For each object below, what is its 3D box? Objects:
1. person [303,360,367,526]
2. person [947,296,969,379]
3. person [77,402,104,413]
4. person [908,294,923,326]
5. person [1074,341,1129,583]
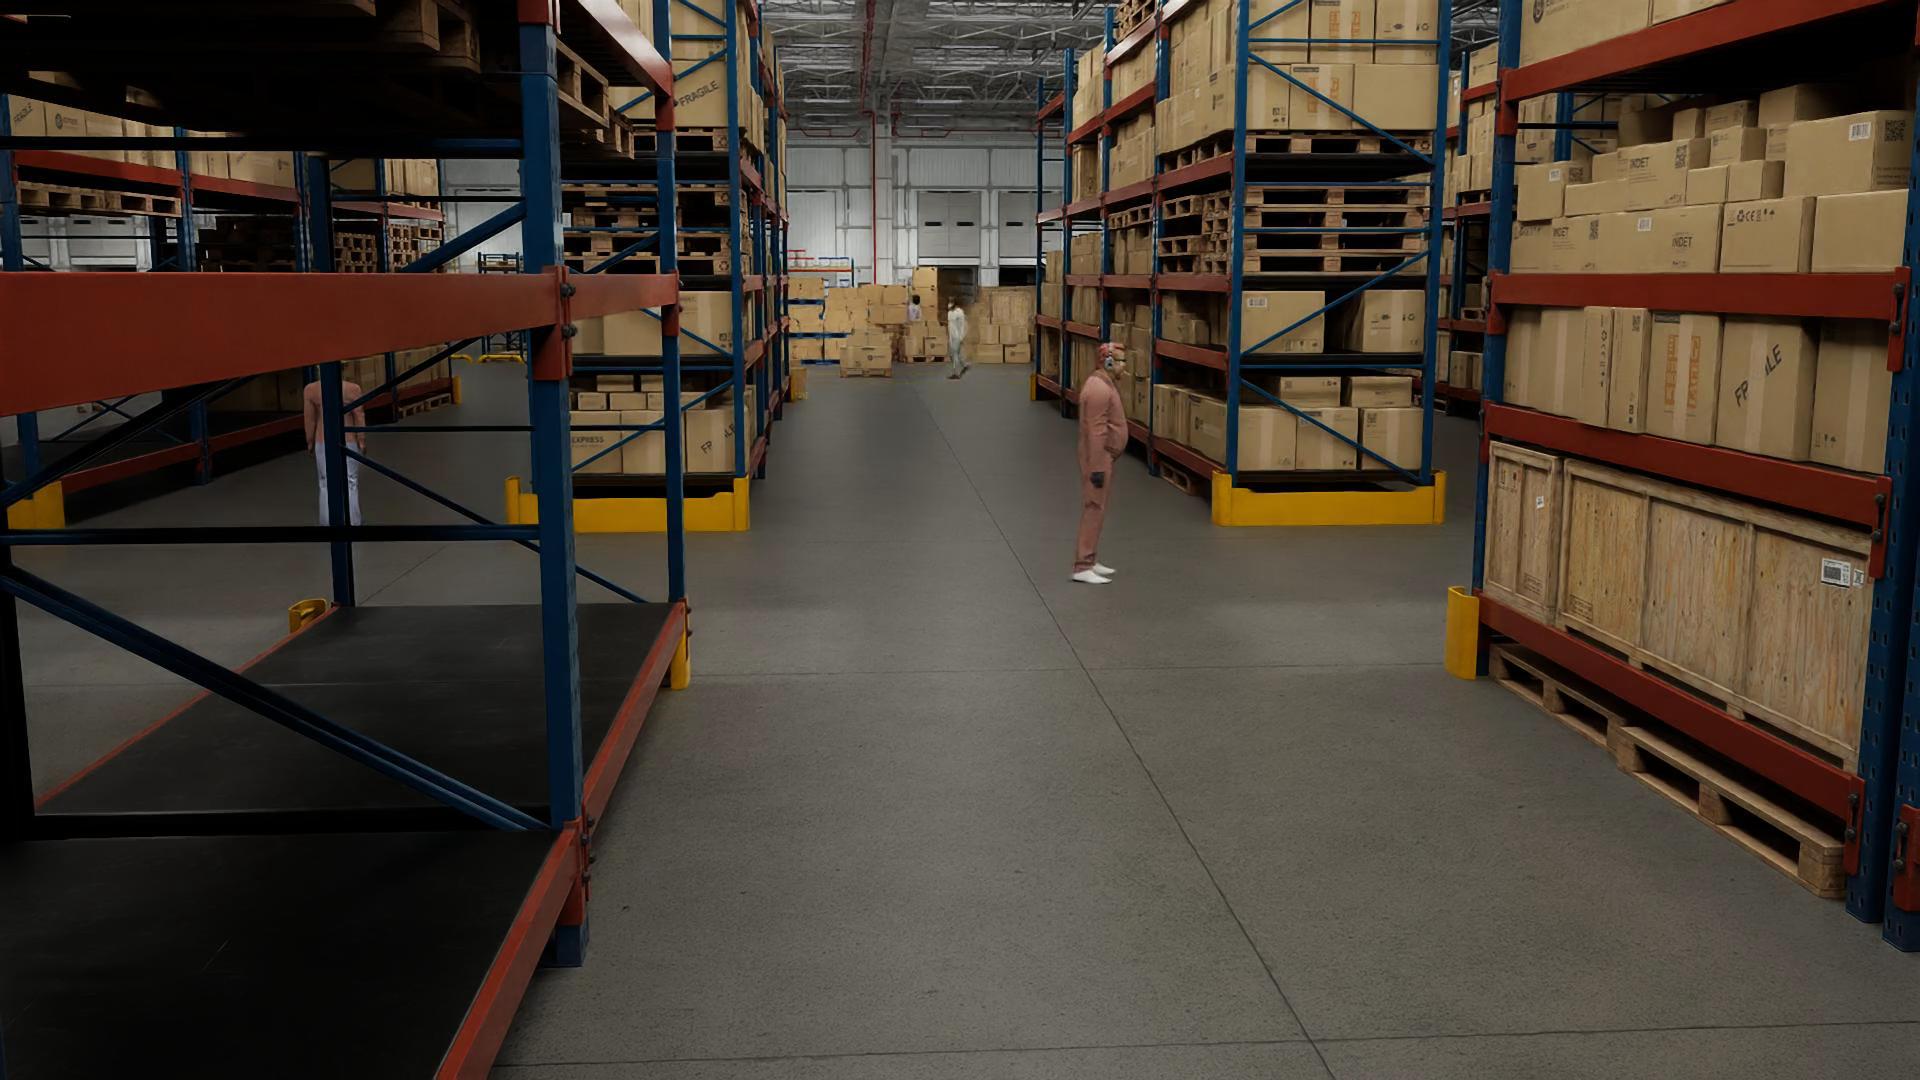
[{"bbox_3d":[-5.677,-0.881,15.152,0.533,1.767,0.324,-1,9,-7],"label":"person"},{"bbox_3d":[-0.050,-4.671,38.453,0.529,1.922,0.641,-5,10,-29],"label":"person"},{"bbox_3d":[-15.313,-3.194,29.136,0.378,1.937,0.636,7,11,38],"label":"person"},{"bbox_3d":[-1.305,-6.519,50.335,0.485,1.835,0.651,4,10,25],"label":"person"},{"bbox_3d":[1.126,-0.615,13.117,0.404,1.894,0.659,2,9,10],"label":"person"}]
